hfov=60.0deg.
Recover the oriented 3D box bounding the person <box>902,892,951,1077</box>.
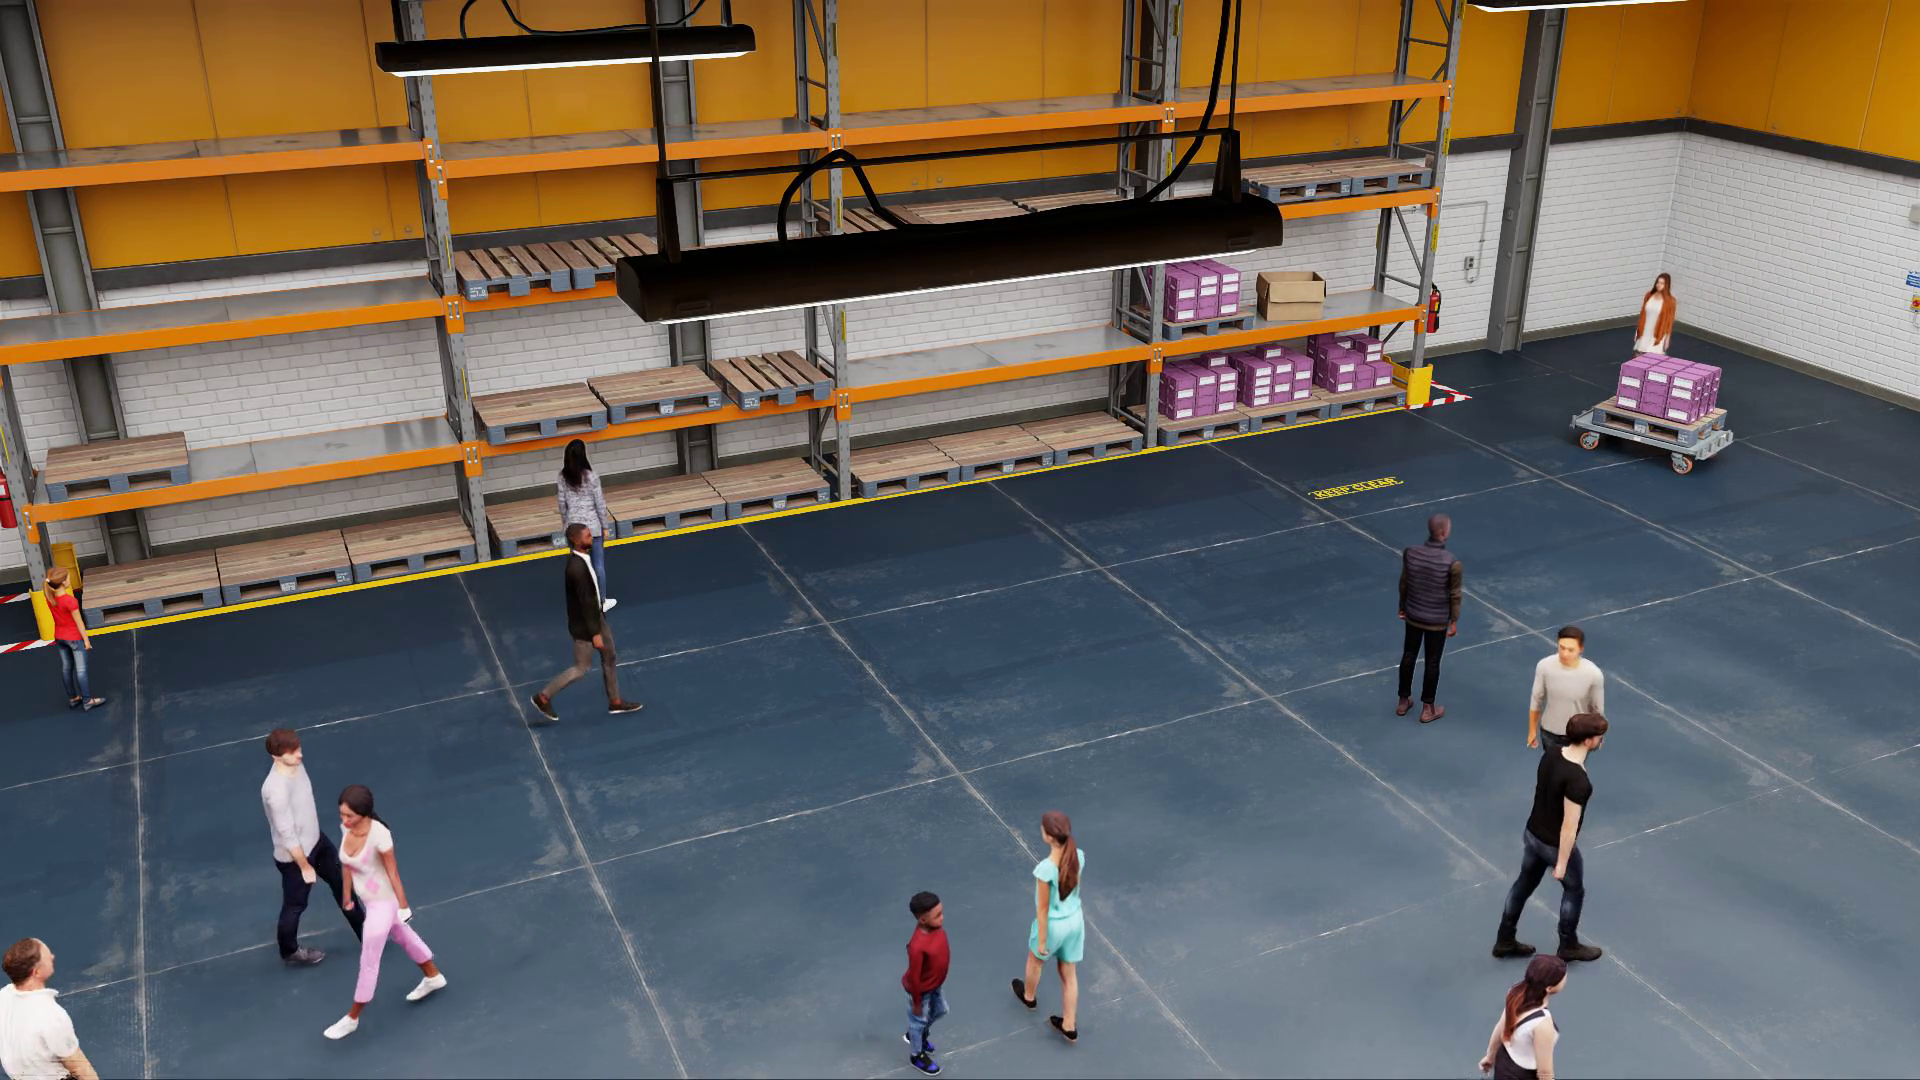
[{"bbox_3d":[-0.271,2.653,10.064,0.677,1.245,0.613,10,26,22],"label":"person"}]

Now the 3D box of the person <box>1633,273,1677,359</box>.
[{"bbox_3d":[9.065,-2.665,21.655,0.865,1.705,0.727,-17,29,-34],"label":"person"}]

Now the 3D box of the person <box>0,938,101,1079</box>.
[{"bbox_3d":[-4.848,2.952,8.679,1.062,1.806,1.329,17,29,33],"label":"person"}]

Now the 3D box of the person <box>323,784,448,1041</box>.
[{"bbox_3d":[-3.565,2.239,10.445,0.944,1.698,1.180,19,30,36],"label":"person"}]

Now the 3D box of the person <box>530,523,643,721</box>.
[{"bbox_3d":[-3.192,0.726,13.820,1.225,1.768,0.932,-2,24,-4],"label":"person"}]

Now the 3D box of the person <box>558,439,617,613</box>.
[{"bbox_3d":[-3.584,-0.138,15.840,0.654,1.733,0.747,5,24,10],"label":"person"}]

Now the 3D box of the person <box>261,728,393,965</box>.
[{"bbox_3d":[-4.383,2.017,10.810,1.109,1.813,0.910,-2,24,-5],"label":"person"}]

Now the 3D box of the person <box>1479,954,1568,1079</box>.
[{"bbox_3d":[2.909,2.946,8.968,1.190,1.586,0.826,-2,24,-6],"label":"person"}]

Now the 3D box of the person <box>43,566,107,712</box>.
[{"bbox_3d":[-7.584,0.834,14.148,0.549,1.307,0.611,8,25,17],"label":"person"}]

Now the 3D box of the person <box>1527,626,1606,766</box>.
[{"bbox_3d":[4.509,1.391,12.294,0.918,1.772,1.055,16,28,32],"label":"person"}]

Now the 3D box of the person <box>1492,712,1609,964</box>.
[{"bbox_3d":[3.773,1.969,10.853,1.005,1.866,0.837,-5,24,-12],"label":"person"}]

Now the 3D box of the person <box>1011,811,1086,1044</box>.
[{"bbox_3d":[0.658,2.411,10.262,0.805,1.530,0.647,-13,27,-27],"label":"person"}]

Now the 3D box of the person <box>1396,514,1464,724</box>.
[{"bbox_3d":[3.902,0.644,13.919,0.771,1.838,0.730,19,30,37],"label":"person"}]
